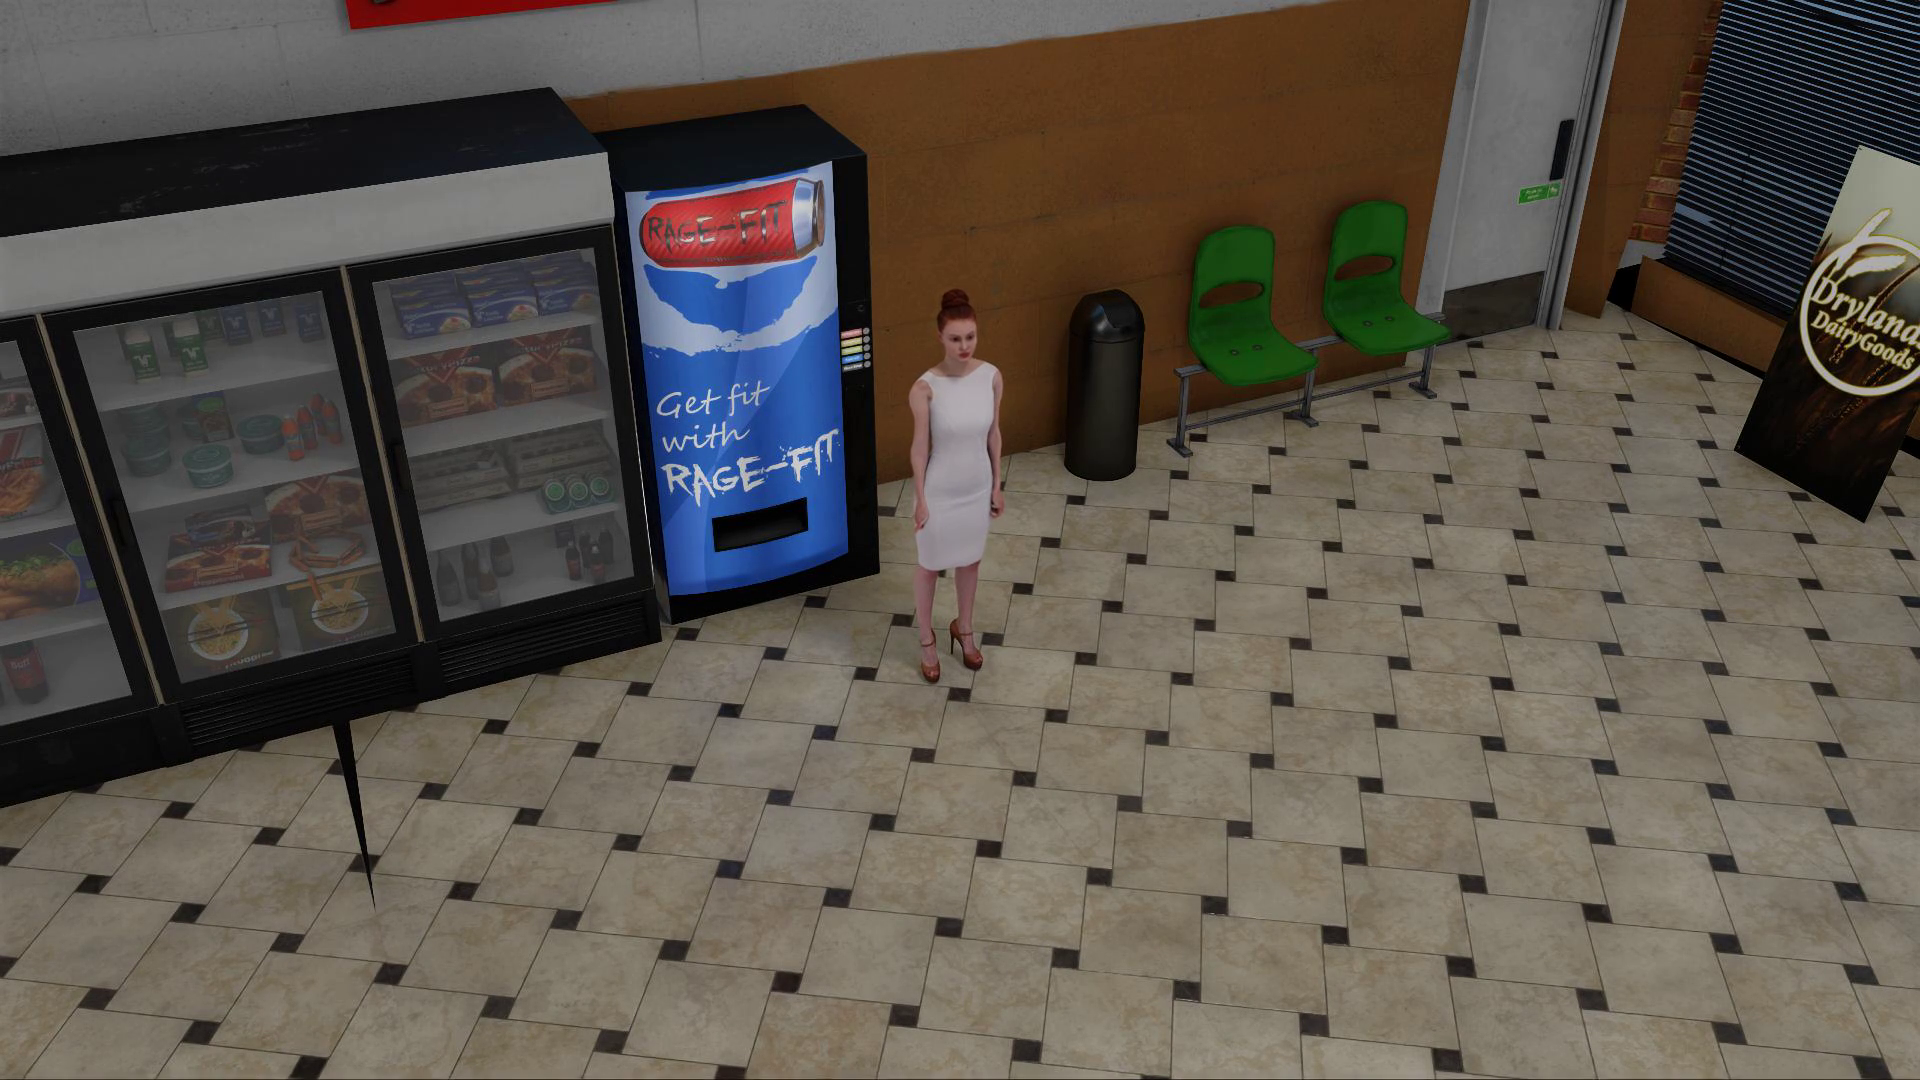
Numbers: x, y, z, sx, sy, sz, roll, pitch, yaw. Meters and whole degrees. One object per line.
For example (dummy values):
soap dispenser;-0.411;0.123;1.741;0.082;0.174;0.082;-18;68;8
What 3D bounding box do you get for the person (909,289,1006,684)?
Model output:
person;-0.022;-0.193;6.923;0.562;1.791;0.481;-13;34;-20
